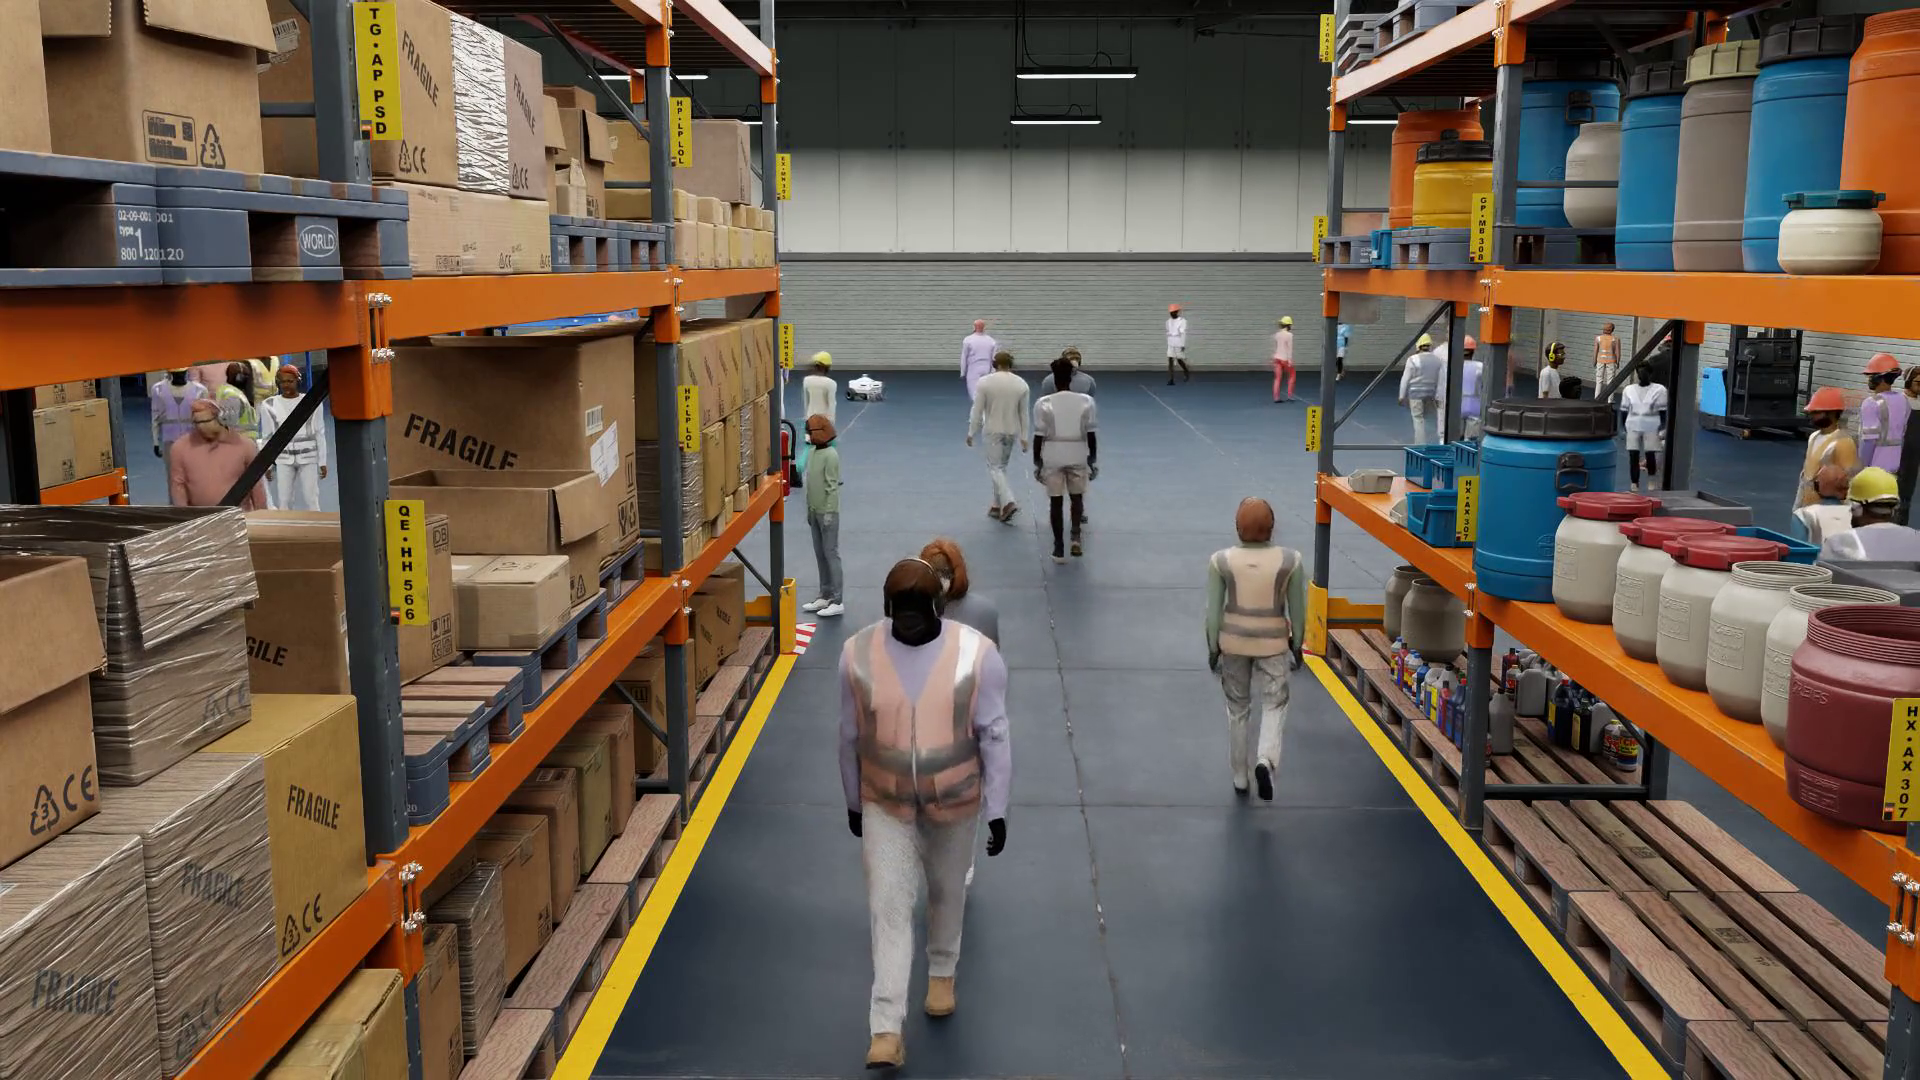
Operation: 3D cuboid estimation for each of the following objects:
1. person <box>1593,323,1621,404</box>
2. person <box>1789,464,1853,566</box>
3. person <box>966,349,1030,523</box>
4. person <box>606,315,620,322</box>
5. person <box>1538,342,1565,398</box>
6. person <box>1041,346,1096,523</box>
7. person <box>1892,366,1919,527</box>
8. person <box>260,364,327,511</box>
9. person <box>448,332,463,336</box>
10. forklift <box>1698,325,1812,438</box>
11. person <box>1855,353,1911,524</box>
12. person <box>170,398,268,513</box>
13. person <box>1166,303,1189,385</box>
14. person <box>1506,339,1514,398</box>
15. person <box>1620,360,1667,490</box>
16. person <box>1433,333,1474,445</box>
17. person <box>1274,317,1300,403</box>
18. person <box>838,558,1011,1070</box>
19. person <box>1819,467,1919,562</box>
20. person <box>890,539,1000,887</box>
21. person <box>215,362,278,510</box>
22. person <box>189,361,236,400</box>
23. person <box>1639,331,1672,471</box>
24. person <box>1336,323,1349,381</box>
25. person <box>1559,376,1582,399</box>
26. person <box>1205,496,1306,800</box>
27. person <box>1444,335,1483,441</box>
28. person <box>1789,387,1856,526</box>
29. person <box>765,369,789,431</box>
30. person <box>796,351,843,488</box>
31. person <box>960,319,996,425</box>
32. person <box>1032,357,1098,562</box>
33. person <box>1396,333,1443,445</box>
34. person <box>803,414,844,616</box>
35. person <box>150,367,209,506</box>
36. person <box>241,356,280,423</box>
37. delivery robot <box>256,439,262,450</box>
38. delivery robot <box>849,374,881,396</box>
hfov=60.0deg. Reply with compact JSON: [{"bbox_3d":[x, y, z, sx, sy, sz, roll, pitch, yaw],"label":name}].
[{"bbox_3d":[13.090,-3.577,33.670,0.524,1.639,0.308,6,11,32],"label":"person"},{"bbox_3d":[5.436,0.334,10.365,0.553,1.601,0.777,0,9,2],"label":"person"},{"bbox_3d":[0.477,-1.154,18.415,0.693,1.907,0.920,-4,10,-22],"label":"person"},{"bbox_3d":[-5.603,-2.684,27.252,0.621,2.006,0.987,3,10,20],"label":"person"},{"bbox_3d":[7.302,-1.499,20.563,0.327,1.862,0.519,5,11,29],"label":"person"},{"bbox_3d":[1.203,-1.165,18.329,0.632,1.940,0.372,-3,10,-18],"label":"person"},{"bbox_3d":[9.386,-0.812,16.523,0.505,1.840,0.329,-5,11,-28],"label":"person"},{"bbox_3d":[-6.405,-0.750,16.020,0.574,1.882,0.351,-3,10,-18],"label":"person"},{"bbox_3d":[-13.225,-5.428,43.684,0.537,2.000,0.680,8,12,38],"label":"person"},{"bbox_3d":[13.248,-3.165,27.620,1.129,2.768,1.873,0,9,1],"label":"forklift"},{"bbox_3d":[8.221,-0.653,14.953,0.614,2.040,0.390,-6,11,-32],"label":"person"},{"bbox_3d":[-5.607,-0.168,12.648,0.646,1.851,0.914,-2,10,-10],"label":"person"},{"bbox_3d":[5.097,-4.608,39.024,0.553,1.915,0.659,7,12,36],"label":"person"},{"bbox_3d":[8.818,-2.483,26.842,0.814,1.734,0.533,9,13,43],"label":"person"},{"bbox_3d":[8.255,-1.339,20.115,0.560,1.683,0.388,7,12,37],"label":"person"},{"bbox_3d":[7.545,-2.312,25.409,0.670,1.858,0.982,0,9,2],"label":"person"},{"bbox_3d":[6.698,-3.678,33.949,0.643,1.745,0.558,-5,11,-27],"label":"person"},{"bbox_3d":[-0.138,0.961,6.016,0.643,1.790,0.952,1,10,4],"label":"person"},{"bbox_3d":[4.677,0.507,8.741,0.626,1.788,0.890,-1,10,-8],"label":"person"},{"bbox_3d":[-0.075,0.795,7.537,0.520,1.615,0.414,1,10,8],"label":"person"},{"bbox_3d":[-7.842,-1.029,18.015,0.953,1.789,0.606,-6,11,-32],"label":"person"},{"bbox_3d":[-10.541,-1.980,23.546,0.679,1.840,1.021,-8,13,-41],"label":"person"},{"bbox_3d":[9.610,-1.896,22.624,0.617,1.974,0.835,-4,10,-25],"label":"person"},{"bbox_3d":[9.186,-4.686,40.208,0.533,1.680,0.474,8,13,41],"label":"person"},{"bbox_3d":[6.218,-0.833,17.063,0.315,1.696,0.541,8,12,40],"label":"person"},{"bbox_3d":[1.552,0.582,8.787,0.525,1.623,0.571,2,10,12],"label":"person"},{"bbox_3d":[6.500,-1.667,21.395,0.573,1.922,0.639,4,10,23],"label":"person"},{"bbox_3d":[6.824,-0.260,13.067,0.991,1.901,0.555,1,10,6],"label":"person"},{"bbox_3d":[-3.146,-2.722,27.658,0.631,1.940,0.372,-2,10,-11],"label":"person"},{"bbox_3d":[-1.809,-1.527,21.096,0.522,1.736,0.792,5,11,28],"label":"person"},{"bbox_3d":[0.344,-2.935,29.131,0.635,1.873,0.831,-6,11,-31],"label":"person"},{"bbox_3d":[0.999,-0.768,15.904,0.645,1.949,0.418,-1,10,-7],"label":"person"},{"bbox_3d":[6.728,-2.141,24.566,0.601,1.808,0.757,-4,10,-22],"label":"person"},{"bbox_3d":[-1.120,-0.211,13.547,0.274,1.630,0.502,-5,11,-29],"label":"person"},{"bbox_3d":[-8.366,-1.065,17.895,0.604,1.873,0.972,-4,10,-22],"label":"person"},{"bbox_3d":[-10.135,-2.053,24.184,0.829,1.810,0.642,5,11,29],"label":"person"},{"bbox_3d":[-9.410,-1.308,23.171,0.707,0.478,0.477,1,10,8],"label":"delivery robot"},{"bbox_3d":[-1.969,-3.191,34.449,0.707,0.478,0.477,9,13,42],"label":"delivery robot"}]
